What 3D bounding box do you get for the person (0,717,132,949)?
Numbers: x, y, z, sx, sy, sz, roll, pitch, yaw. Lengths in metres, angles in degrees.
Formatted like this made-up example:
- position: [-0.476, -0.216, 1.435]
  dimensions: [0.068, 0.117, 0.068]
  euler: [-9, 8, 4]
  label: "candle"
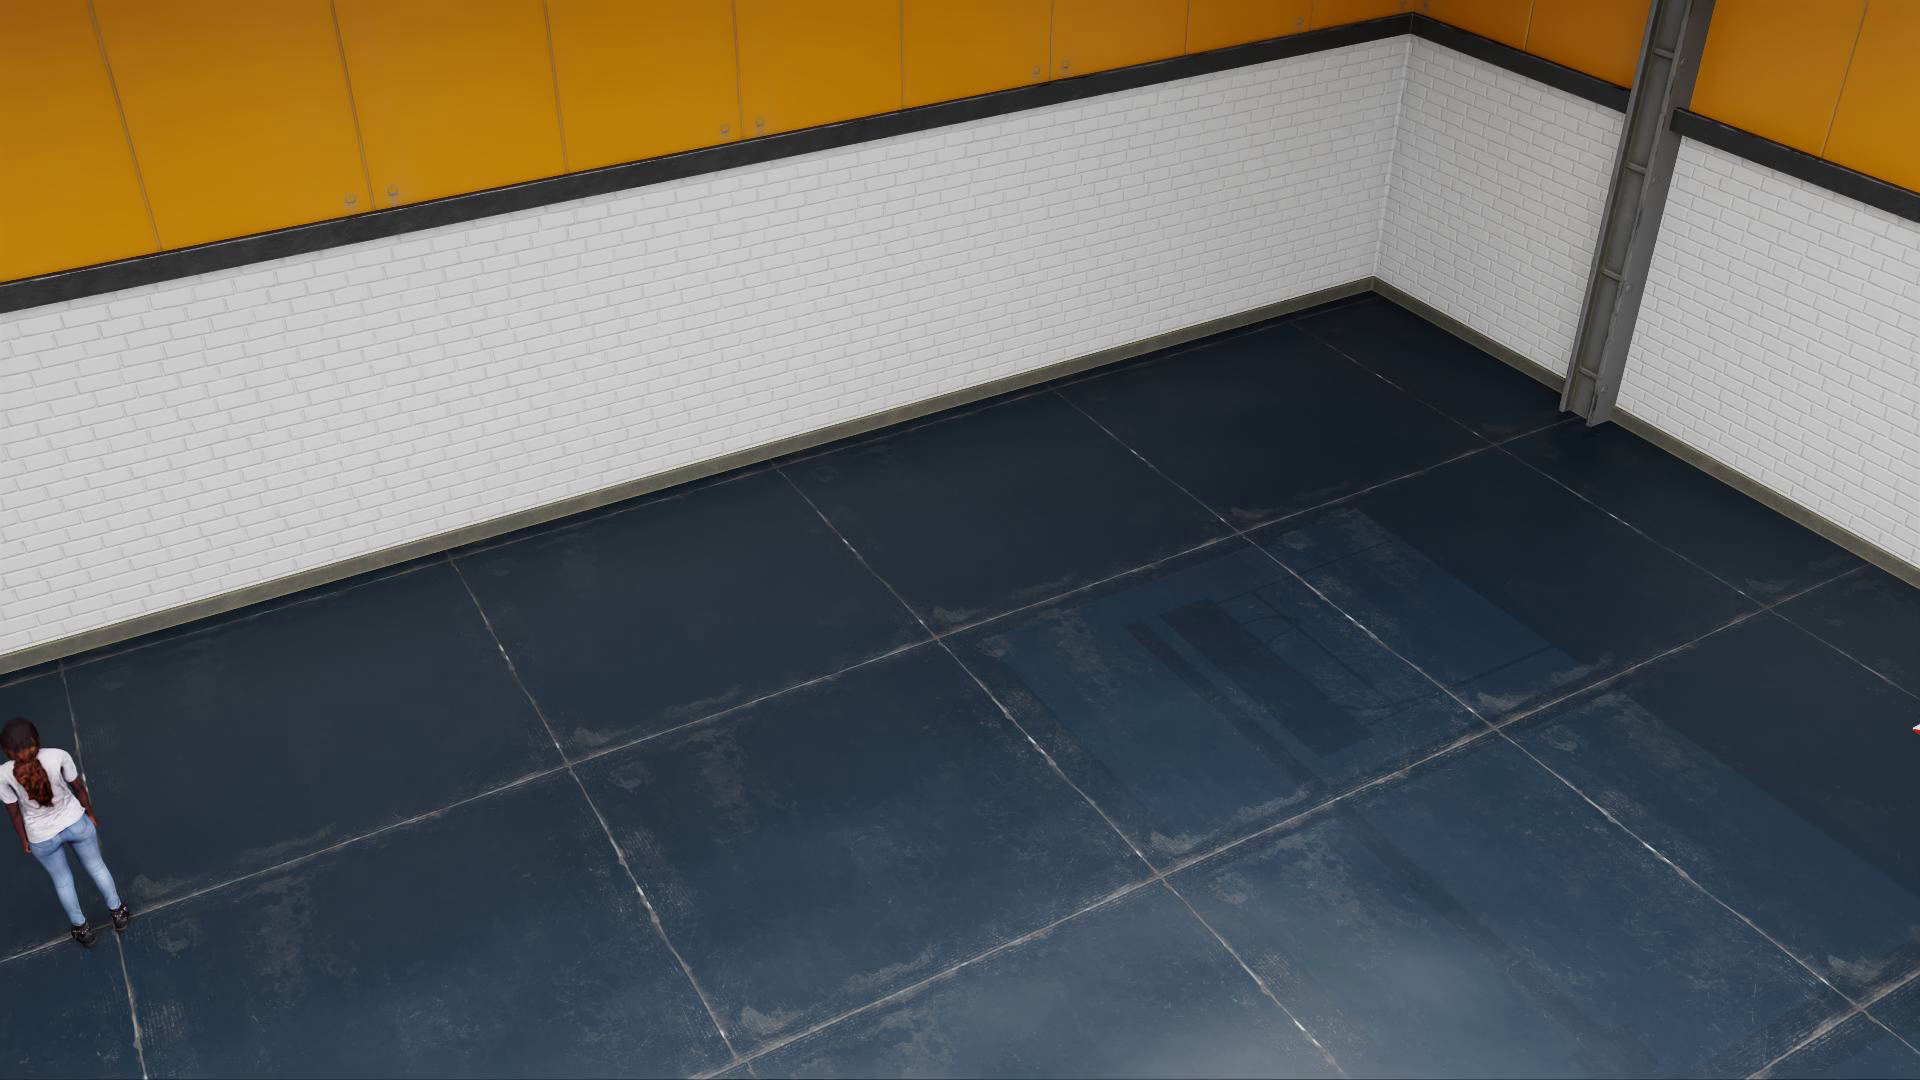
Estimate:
- position: [-5.438, 1.751, 10.039]
  dimensions: [0.609, 1.719, 0.563]
  euler: [-23, 40, -31]
  label: "person"
